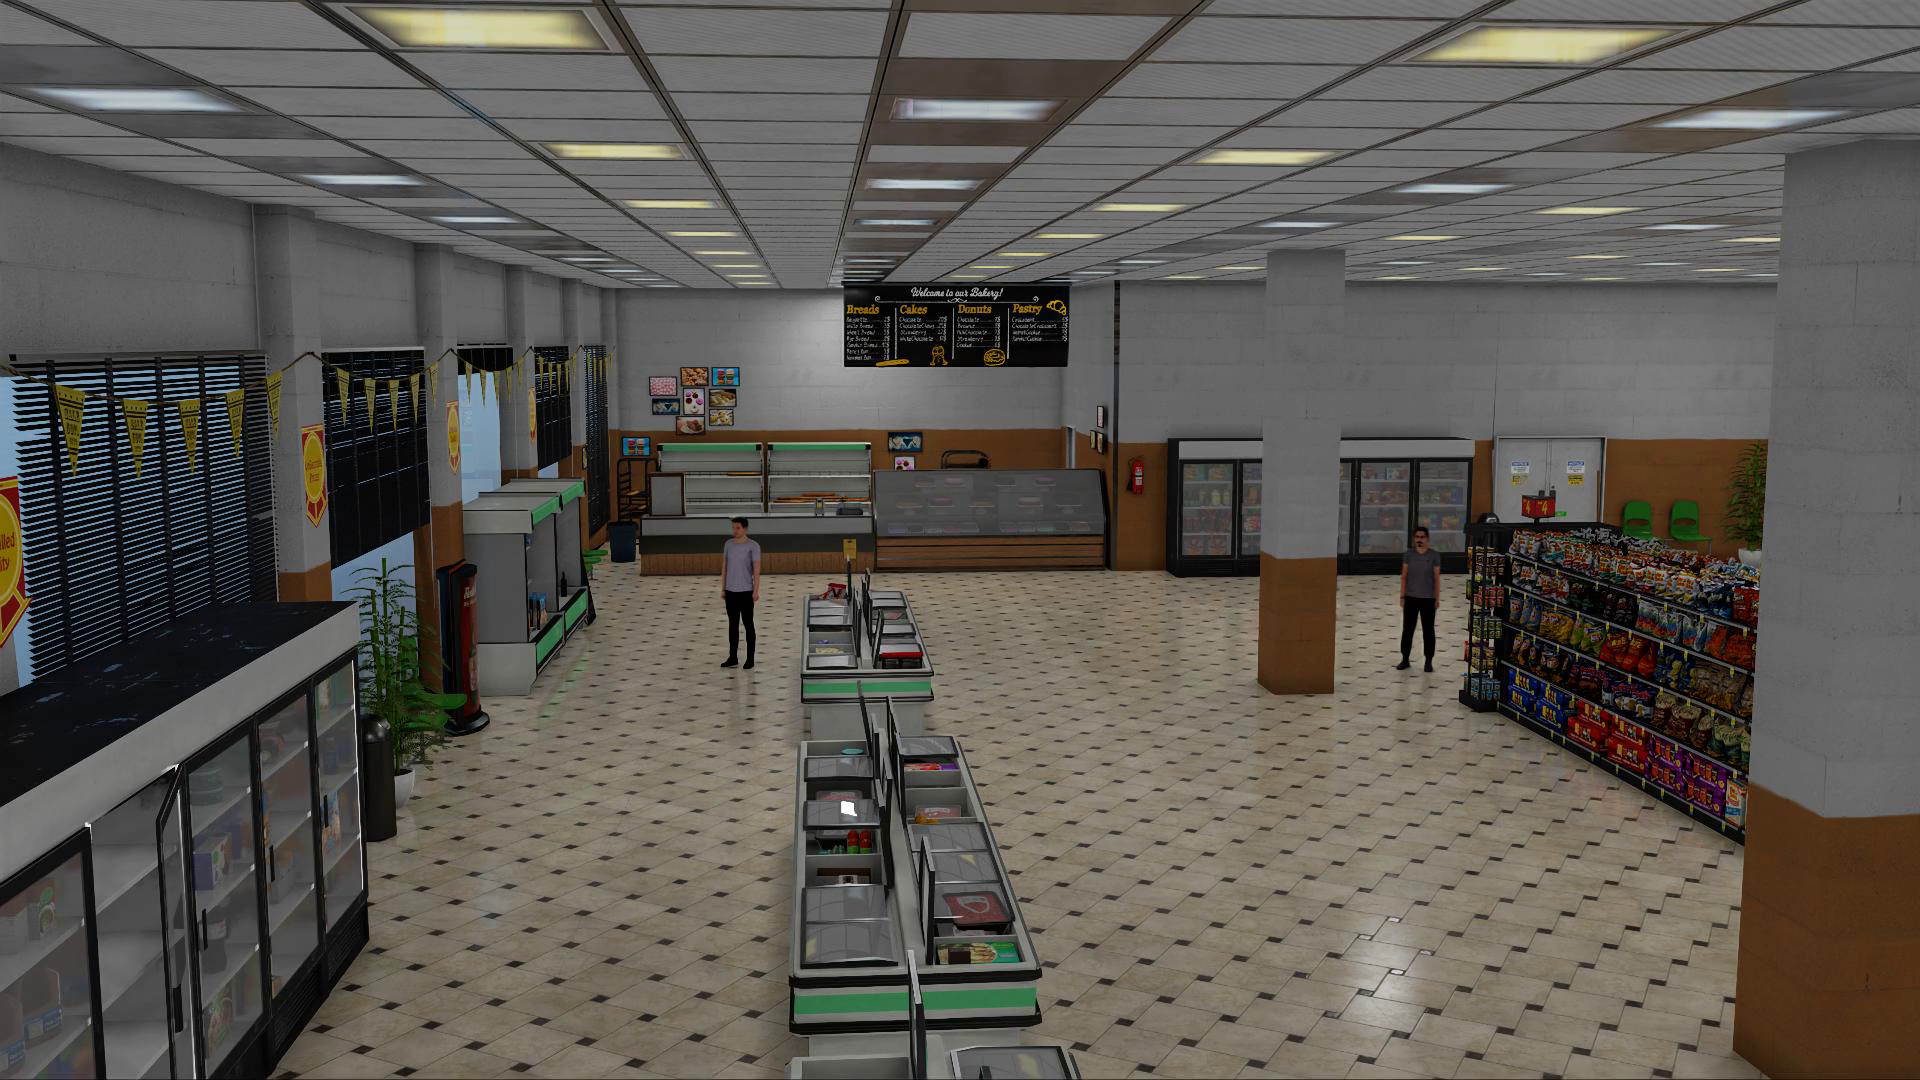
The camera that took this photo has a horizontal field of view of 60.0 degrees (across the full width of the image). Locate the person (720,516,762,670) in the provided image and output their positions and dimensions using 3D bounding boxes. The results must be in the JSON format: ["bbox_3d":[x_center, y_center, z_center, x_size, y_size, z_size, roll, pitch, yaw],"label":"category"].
[{"bbox_3d":[-2.686,0.628,20.386,0.744,1.862,0.722,3,7,22],"label":"person"}]

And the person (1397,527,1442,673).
[{"bbox_3d":[5.592,0.705,20.199,0.698,1.754,0.693,3,8,23],"label":"person"}]
